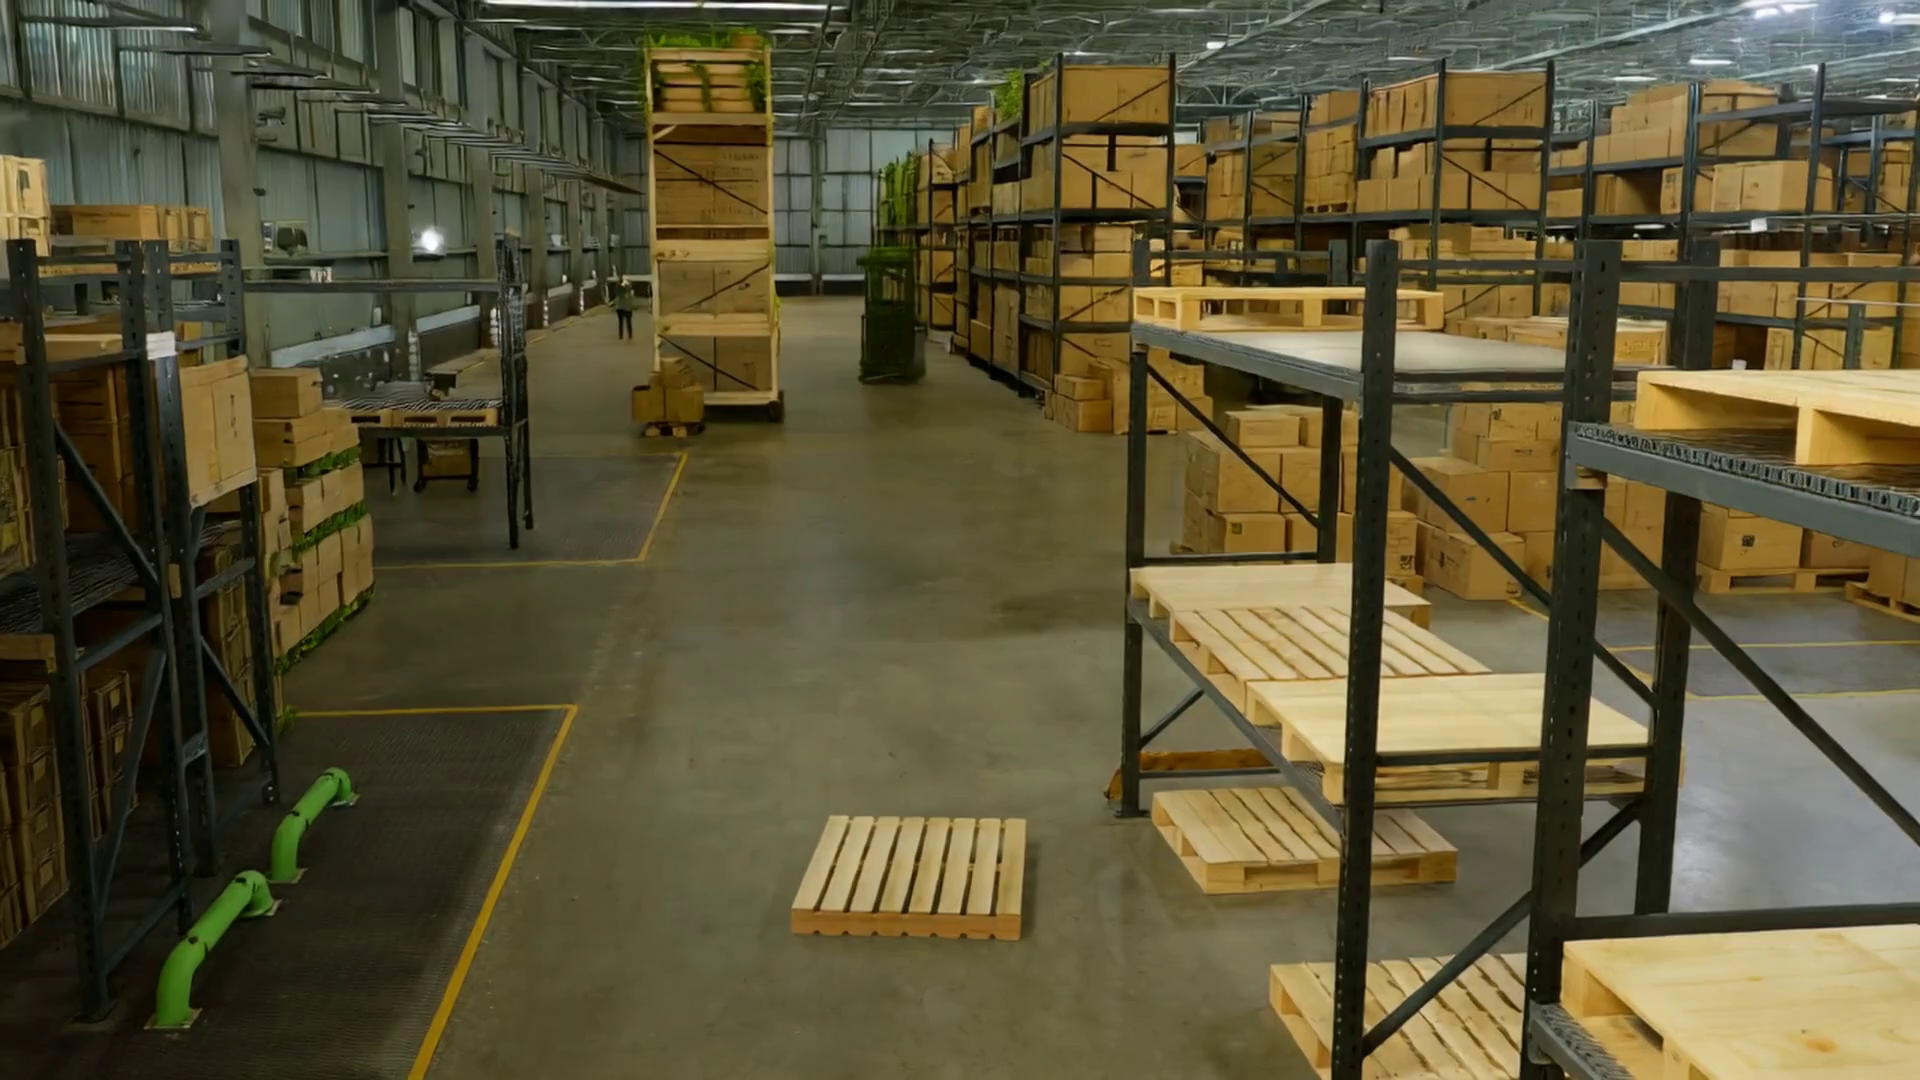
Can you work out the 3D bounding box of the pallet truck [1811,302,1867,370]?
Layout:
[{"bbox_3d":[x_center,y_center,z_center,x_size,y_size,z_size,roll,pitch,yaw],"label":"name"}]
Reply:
[{"bbox_3d":[15.846,-3.142,28.793,1.885,1.965,0.823,2,10,12],"label":"pallet truck"}]

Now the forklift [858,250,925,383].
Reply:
[{"bbox_3d":[-1.438,-4.834,35.718,1.129,2.768,1.873,2,10,10],"label":"forklift"}]

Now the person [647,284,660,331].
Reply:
[{"bbox_3d":[-9.465,-7.284,52.131,0.596,1.861,1.008,-4,11,-22],"label":"person"}]

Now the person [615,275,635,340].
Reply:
[{"bbox_3d":[-10.208,-7.089,50.702,0.619,1.989,0.402,-4,11,-23],"label":"person"}]

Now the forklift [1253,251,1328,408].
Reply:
[{"bbox_3d":[6.173,-3.834,30.177,1.129,2.768,1.873,-1,10,-6],"label":"forklift"}]

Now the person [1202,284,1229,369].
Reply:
[{"bbox_3d":[6.075,-5.105,39.704,0.624,2.000,1.046,-1,10,-4],"label":"person"}]
